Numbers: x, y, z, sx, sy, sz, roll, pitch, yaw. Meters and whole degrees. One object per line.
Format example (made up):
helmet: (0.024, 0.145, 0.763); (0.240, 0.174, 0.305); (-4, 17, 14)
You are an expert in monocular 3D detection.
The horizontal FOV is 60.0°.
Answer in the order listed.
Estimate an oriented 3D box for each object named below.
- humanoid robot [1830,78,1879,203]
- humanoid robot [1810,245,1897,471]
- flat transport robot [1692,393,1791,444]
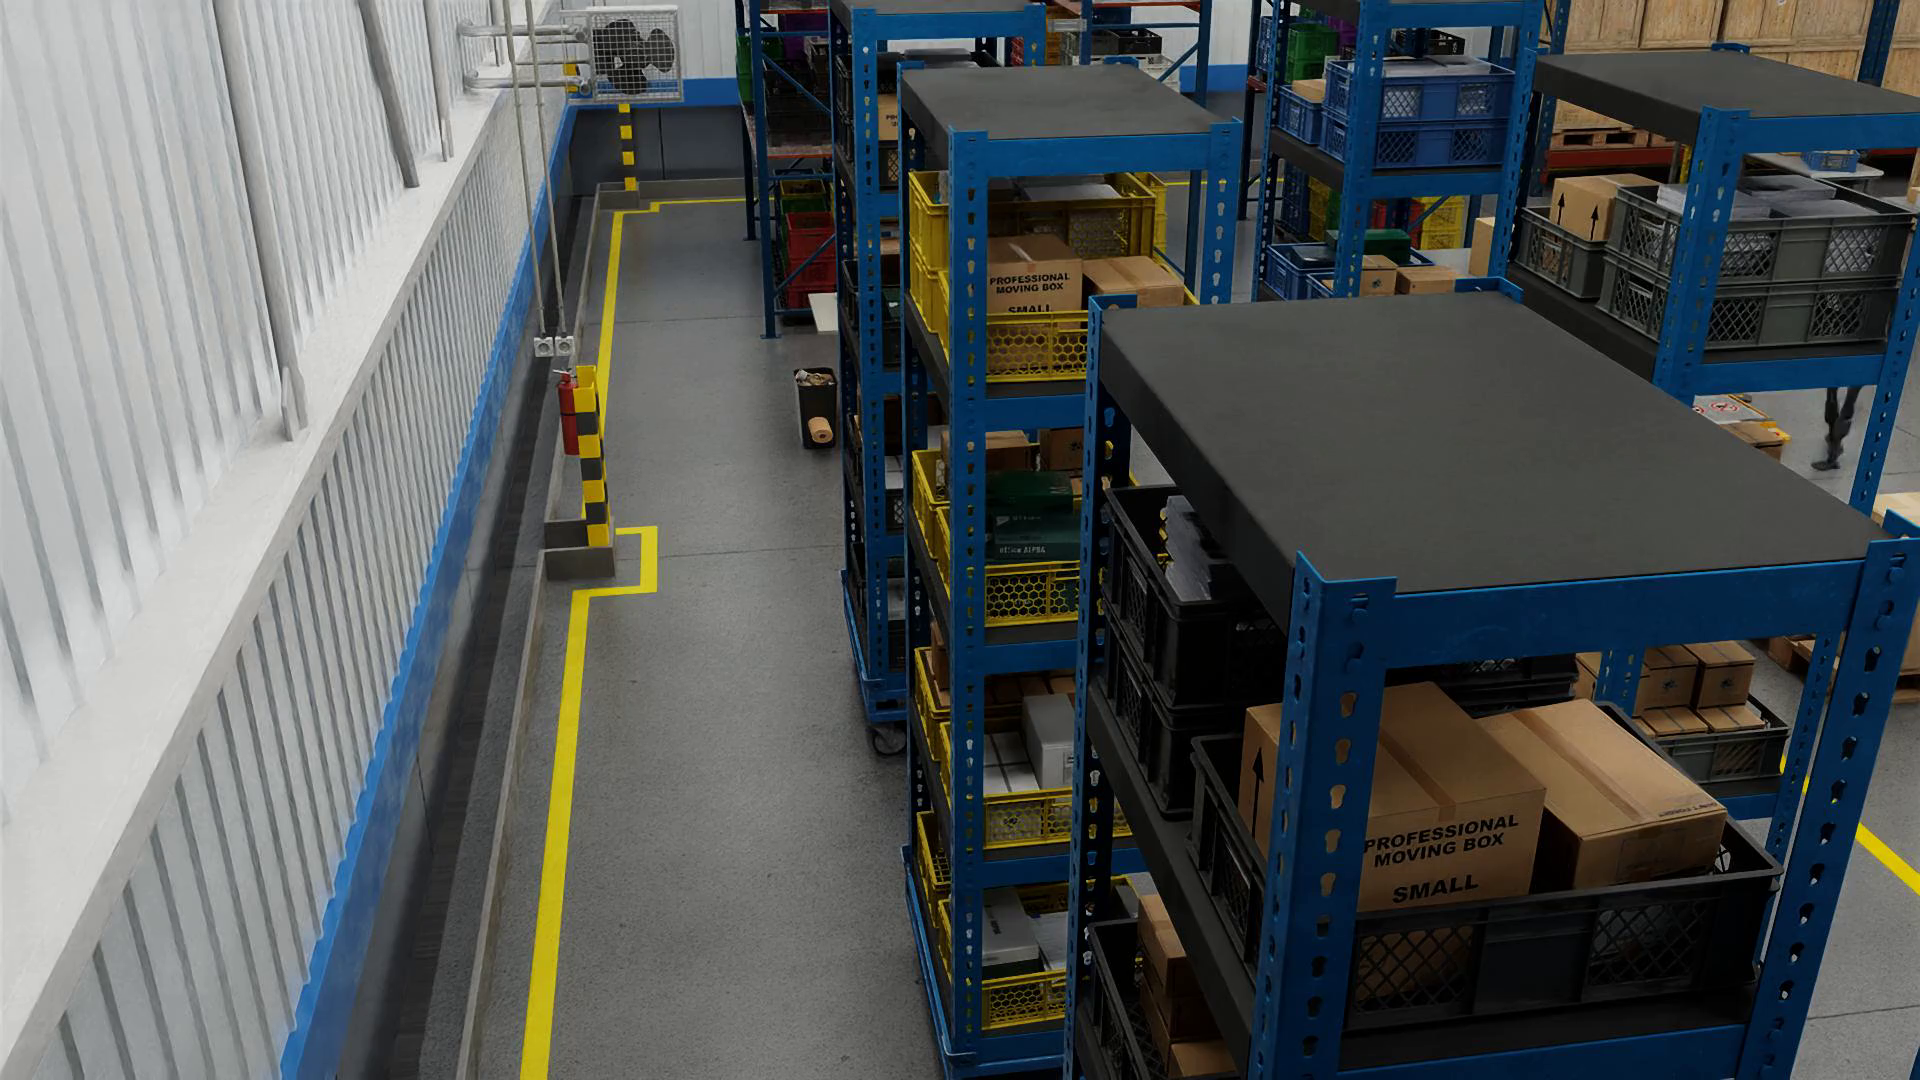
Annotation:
humanoid robot: (9.111, -3.878, 17.026); (0.318, 1.657, 0.603); (15, 29, 30)
humanoid robot: (6.191, -1.309, 11.505); (0.651, 1.620, 0.662); (21, 32, 38)
flat transport robot: (5.224, -0.859, 12.132); (1.431, 0.197, 0.652); (-4, 25, -8)
